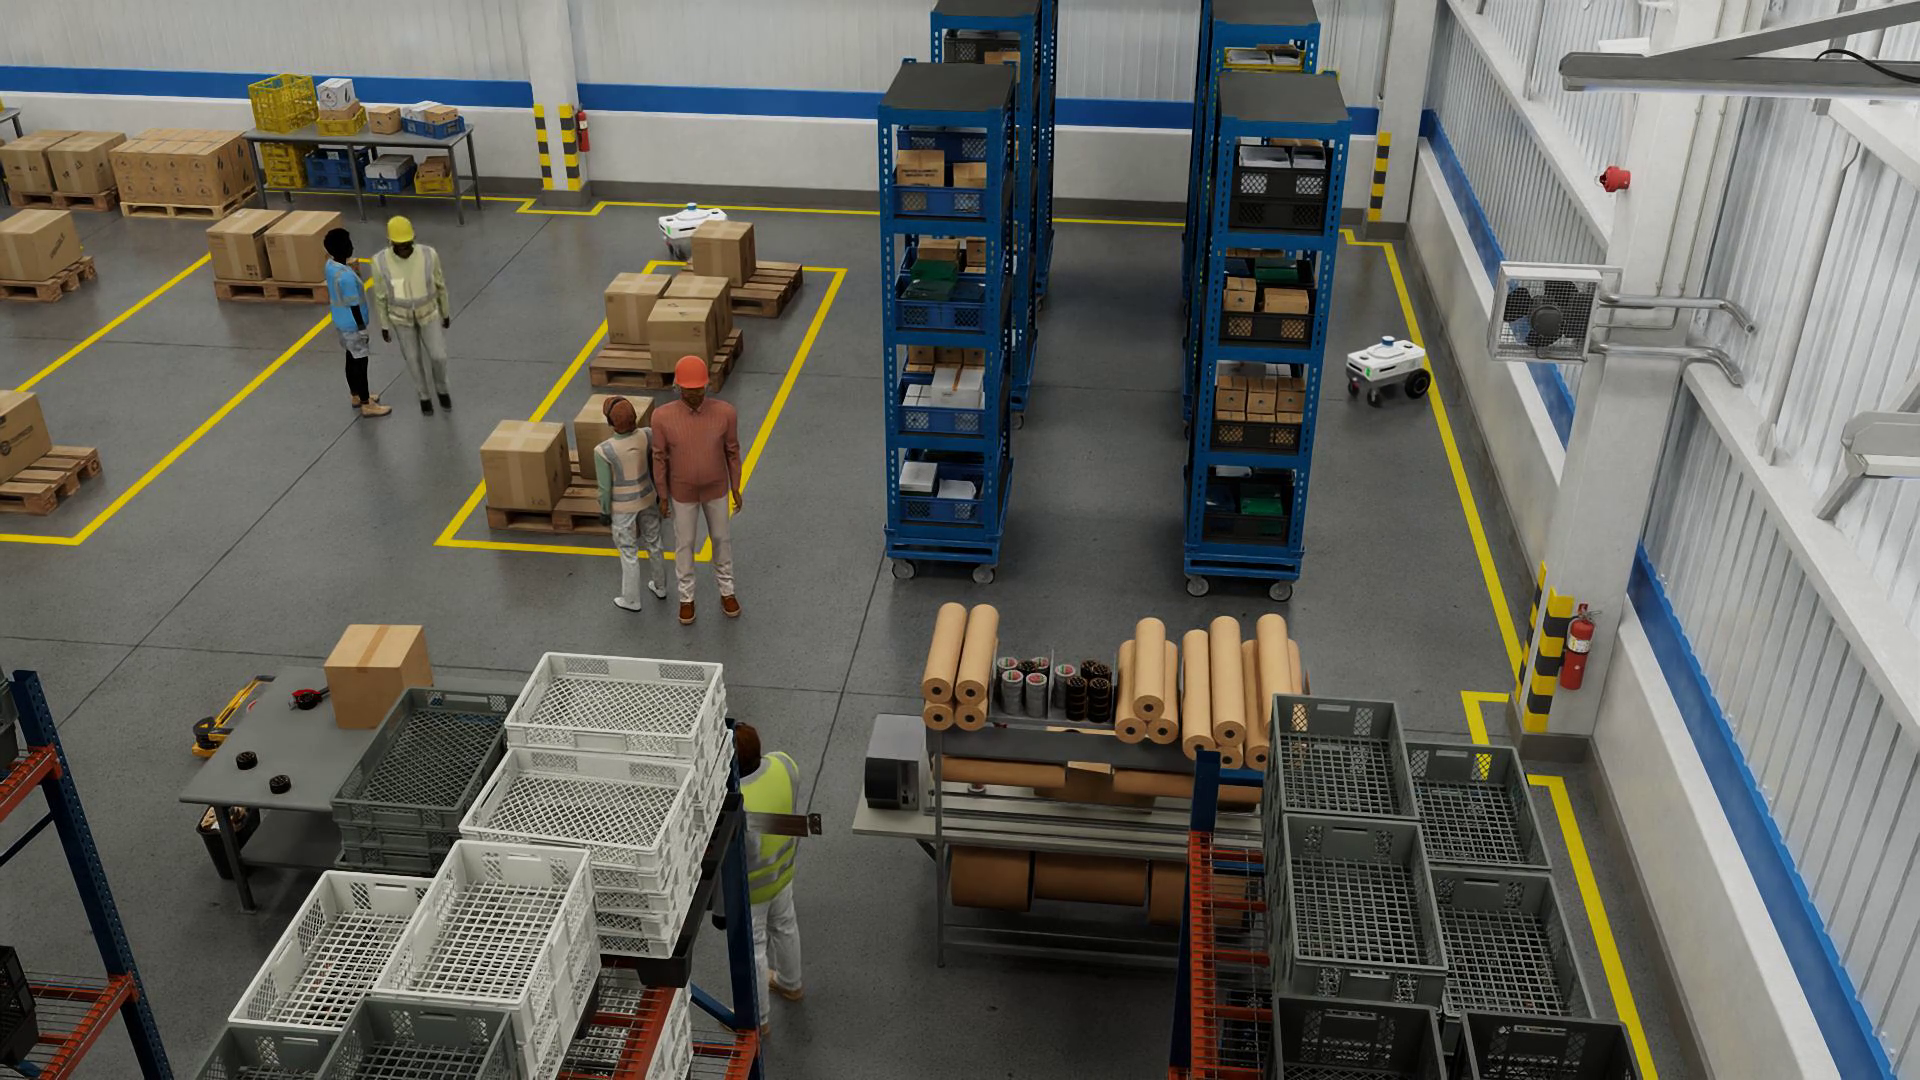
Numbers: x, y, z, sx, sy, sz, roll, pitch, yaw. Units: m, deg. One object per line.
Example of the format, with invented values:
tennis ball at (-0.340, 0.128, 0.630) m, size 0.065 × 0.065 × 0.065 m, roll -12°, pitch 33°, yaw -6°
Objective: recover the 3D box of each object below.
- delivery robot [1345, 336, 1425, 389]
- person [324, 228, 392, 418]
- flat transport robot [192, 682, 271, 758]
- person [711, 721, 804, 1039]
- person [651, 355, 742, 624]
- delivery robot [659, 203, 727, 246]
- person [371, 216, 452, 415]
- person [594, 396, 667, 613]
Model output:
delivery robot at (3.841, -1.604, 15.031) m, size 0.707 × 0.478 × 0.477 m, roll -15°, pitch 34°, yaw -24°
person at (-5.290, -1.898, 14.498) m, size 0.315 × 1.696 × 0.541 m, roll -20°, pitch 36°, yaw -30°
flat transport robot at (-4.089, 1.163, 10.648) m, size 1.431 × 0.197 × 0.652 m, roll 3°, pitch 30°, yaw 6°
person at (-1.035, 1.665, 8.250) m, size 0.430 × 1.837 × 0.629 m, roll 16°, pitch 34°, yaw 26°
person at (-1.809, -0.354, 11.551) m, size 0.612 × 1.997 × 0.376 m, roll -8°, pitch 31°, yaw -14°
delivery robot at (-2.919, -3.443, 18.191) m, size 0.707 × 0.478 × 0.477 m, roll -14°, pitch 33°, yaw -22°
person at (-4.740, -1.938, 14.453) m, size 0.615 × 1.810 × 0.465 m, roll -10°, pitch 32°, yaw -17°
person at (-2.315, -0.255, 11.732) m, size 0.511 × 1.641 × 0.307 m, roll -27°, pitch 39°, yaw -38°
